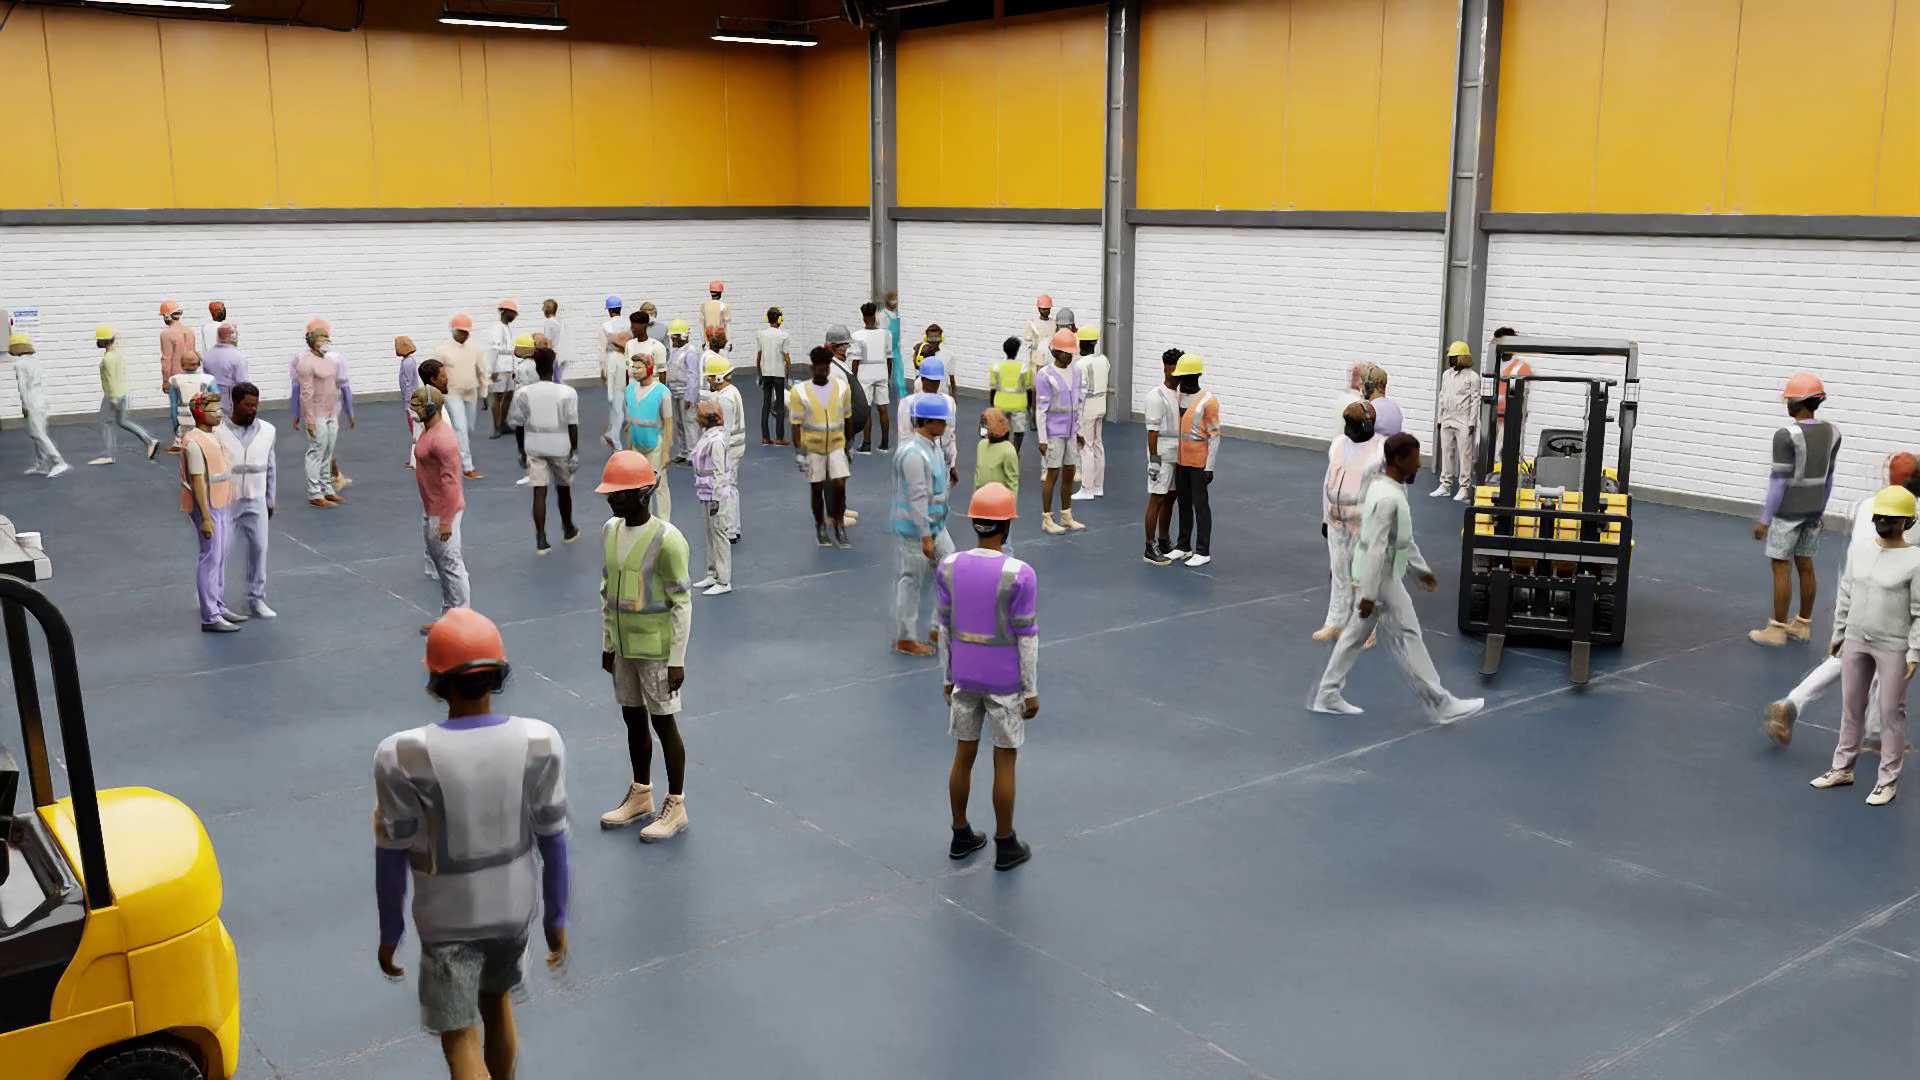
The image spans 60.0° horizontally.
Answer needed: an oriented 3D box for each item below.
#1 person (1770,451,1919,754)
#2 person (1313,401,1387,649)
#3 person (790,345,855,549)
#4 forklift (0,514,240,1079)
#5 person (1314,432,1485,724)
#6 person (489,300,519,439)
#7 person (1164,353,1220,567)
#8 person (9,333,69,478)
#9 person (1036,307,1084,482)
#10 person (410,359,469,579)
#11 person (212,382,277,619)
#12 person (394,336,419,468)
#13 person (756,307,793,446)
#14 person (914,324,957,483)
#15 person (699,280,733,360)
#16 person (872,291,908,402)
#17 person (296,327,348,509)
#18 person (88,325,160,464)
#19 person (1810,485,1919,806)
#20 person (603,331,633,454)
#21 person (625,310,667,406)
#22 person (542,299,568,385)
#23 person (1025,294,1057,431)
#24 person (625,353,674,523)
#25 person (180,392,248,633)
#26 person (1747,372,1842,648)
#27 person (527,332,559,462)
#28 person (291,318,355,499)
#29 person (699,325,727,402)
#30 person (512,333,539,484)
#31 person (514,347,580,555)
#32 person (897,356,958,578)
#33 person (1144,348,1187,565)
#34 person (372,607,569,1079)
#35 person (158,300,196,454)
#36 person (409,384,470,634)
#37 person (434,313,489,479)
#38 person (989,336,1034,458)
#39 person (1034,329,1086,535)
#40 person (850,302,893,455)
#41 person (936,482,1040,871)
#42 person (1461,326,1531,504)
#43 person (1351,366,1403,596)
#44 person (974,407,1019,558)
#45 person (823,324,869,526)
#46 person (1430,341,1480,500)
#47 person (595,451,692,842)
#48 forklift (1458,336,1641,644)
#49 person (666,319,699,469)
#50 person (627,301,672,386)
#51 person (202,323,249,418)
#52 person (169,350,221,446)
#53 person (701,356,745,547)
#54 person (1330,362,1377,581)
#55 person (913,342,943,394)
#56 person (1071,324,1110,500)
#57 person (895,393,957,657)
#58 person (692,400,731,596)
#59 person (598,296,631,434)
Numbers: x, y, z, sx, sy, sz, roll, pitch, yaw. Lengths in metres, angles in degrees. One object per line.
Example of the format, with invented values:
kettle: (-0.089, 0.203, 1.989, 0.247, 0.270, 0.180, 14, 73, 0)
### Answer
person: (5.311, 0.388, 9.817, 0.825, 1.858, 0.607, -1, 12, -3)
person: (2.919, -0.115, 12.290, 0.430, 1.839, 0.619, -9, 15, -38)
person: (-1.269, -0.858, 15.632, 0.642, 1.929, 0.705, -3, 12, -16)
forklift: (-3.687, 1.115, 5.480, 2.313, 2.155, 1.214, -9, 15, -36)
person: (2.774, 0.245, 10.501, 1.051, 1.856, 0.594, 2, 12, 10)
person: (-6.331, -2.355, 22.994, 0.357, 1.900, 0.714, 1, 12, 5)
person: (2.081, -0.723, 15.007, 0.381, 1.923, 0.591, -7, 14, -31)
person: (-10.975, -1.610, 19.845, 0.634, 1.706, 0.523, 0, 12, -2)
person: (1.219, -1.688, 19.387, 0.684, 2.000, 0.538, 1, 12, 3)
person: (-4.580, -0.619, 14.514, 0.392, 1.922, 0.591, -6, 13, -27)
person: (-5.736, -0.326, 13.183, 0.607, 1.888, 0.679, -11, 16, -43)
person: (-6.762, -1.696, 20.445, 0.289, 1.626, 0.498, -3, 12, -16)
person: (-2.477, -2.178, 22.213, 0.520, 1.857, 0.343, 4, 12, 19)
person: (-0.286, -1.584, 19.333, 0.511, 1.862, 0.324, 0, 12, 0)
person: (-4.007, -3.303, 27.440, 0.551, 1.935, 0.371, 3, 12, 12)
person: (-1.187, -3.113, 26.850, 0.940, 1.810, 0.523, 7, 14, 30)
person: (-6.847, -1.313, 17.831, 0.366, 1.936, 0.630, 1, 12, 5)
person: (-10.492, -1.815, 20.731, 0.739, 1.740, 0.529, -2, 12, -11)
person: (5.041, 0.570, 9.141, 0.309, 1.772, 0.524, -6, 13, -27)
person: (-4.401, -1.861, 21.250, 0.457, 1.623, 0.620, 5, 13, 22)
person: (-3.796, -1.777, 19.999, 0.612, 1.962, 0.361, 7, 14, 31)
person: (-5.935, -2.602, 24.309, 0.410, 1.827, 0.549, 4, 12, 17)
person: (1.196, -2.517, 23.643, 0.545, 1.938, 0.361, -3, 12, -16)
person: (-2.963, -0.873, 15.930, 0.564, 1.843, 0.395, 8, 14, 35)
person: (-5.758, -0.216, 12.752, 0.376, 1.844, 0.571, -3, 12, -12)
person: (6.157, -0.219, 12.292, 0.609, 2.042, 0.386, -5, 13, -25)
person: (-5.233, -1.785, 20.855, 0.313, 1.631, 0.523, 10, 15, 39)
person: (-7.021, -1.444, 18.337, 0.624, 1.992, 1.076, 1, 12, 6)
person: (-2.770, -1.487, 18.805, 0.354, 1.881, 0.576, -2, 12, -11)
person: (-5.020, -1.525, 19.321, 0.289, 1.746, 0.486, 1, 12, 4)
person: (-3.879, -0.857, 15.683, 0.613, 1.919, 0.905, -1, 12, -4)
person: (-0.269, -0.634, 14.528, 0.614, 1.943, 0.405, -9, 15, -36)
person: (1.892, -0.765, 15.111, 0.363, 1.962, 0.612, 8, 14, 35)
person: (-1.555, 1.220, 5.420, 0.610, 2.018, 0.941, -8, 14, -35)
person: (-10.150, -2.114, 21.602, 0.412, 1.981, 0.625, 2, 12, 11)
person: (-3.887, -0.198, 12.439, 0.352, 1.937, 0.635, -6, 13, -27)
person: (-5.969, -1.731, 19.820, 0.652, 1.952, 0.945, -11, 16, -42)
person: (0.591, -1.563, 19.655, 0.542, 1.674, 0.638, 2, 12, 11)
person: (1.009, -1.061, 16.392, 0.619, 2.029, 0.410, -11, 16, -42)
person: (-1.146, -2.084, 21.486, 0.607, 1.963, 0.373, -6, 13, -28)
person: (0.151, 0.673, 8.264, 0.547, 1.929, 0.387, 7, 14, 31)
person: (5.742, -1.301, 17.736, 0.480, 1.950, 0.618, -8, 14, -35)
person: (3.439, -0.484, 13.855, 0.381, 1.928, 0.641, 10, 15, 40)
person: (0.281, -0.266, 13.509, 0.268, 1.631, 0.507, -8, 14, -33)
person: (-1.192, -1.180, 16.933, 0.535, 2.000, 0.674, 0, 12, 2)
person: (5.450, -1.309, 18.280, 0.303, 1.743, 0.494, -9, 14, -36)
person: (-1.658, 0.549, 8.582, 0.615, 2.041, 0.392, 10, 15, 39)
forklift: (4.683, -0.471, 13.136, 1.214, 2.155, 2.313, 4, 12, 20)
person: (-3.408, -1.798, 20.444, 0.403, 1.824, 0.606, -7, 13, -29)
person: (-4.145, -2.228, 22.273, 0.636, 1.931, 0.377, -8, 14, -34)
person: (-8.266, -1.512, 18.896, 0.660, 1.897, 0.396, 5, 13, 24)
person: (-8.442, -1.280, 18.400, 0.521, 1.638, 0.311, -1, 12, -7)
person: (-2.247, -0.843, 15.849, 0.403, 1.821, 0.602, -1, 12, -3)
person: (3.438, -0.591, 14.502, 0.445, 1.899, 0.680, 1, 12, 4)
person: (-0.349, -1.043, 16.695, 0.335, 1.869, 0.521, 5, 13, 24)
person: (1.407, -1.397, 18.257, 0.367, 1.927, 0.590, 8, 14, 33)
person: (-0.191, -0.088, 11.925, 0.648, 1.922, 0.629, 4, 12, 19)
person: (-2.075, -0.361, 13.955, 0.307, 1.639, 0.513, -4, 13, -21)
person: (-4.776, -2.439, 23.272, 0.605, 1.939, 0.415, -9, 15, -37)
